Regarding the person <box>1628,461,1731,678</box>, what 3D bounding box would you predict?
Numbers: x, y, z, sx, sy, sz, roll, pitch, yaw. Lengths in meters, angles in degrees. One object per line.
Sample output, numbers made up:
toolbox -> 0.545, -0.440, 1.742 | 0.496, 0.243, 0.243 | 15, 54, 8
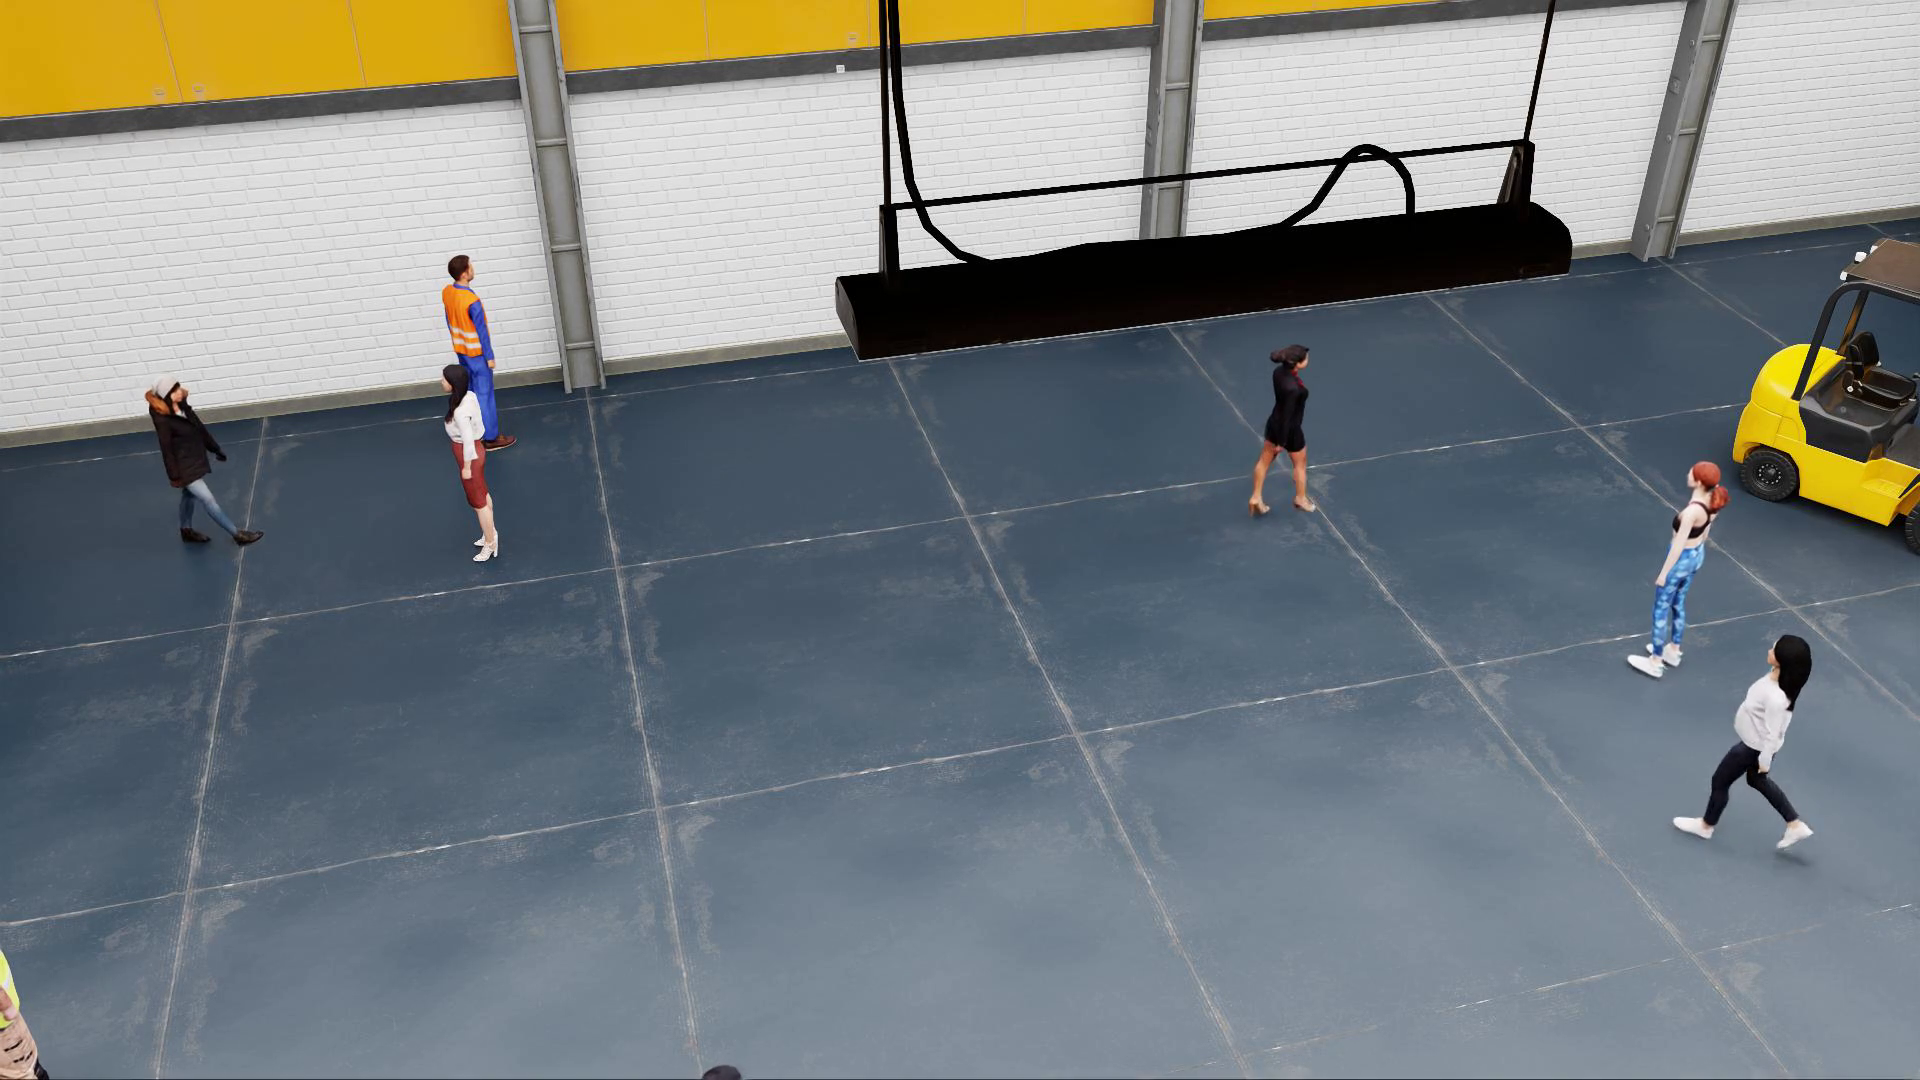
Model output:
person -> 5.265, 0.216, 12.151 | 0.616, 1.777, 0.717 | -25, 41, -33

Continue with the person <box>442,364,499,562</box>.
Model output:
person -> -3.956, -0.631, 13.455 | 0.522, 1.746, 0.606 | -6, 34, -9

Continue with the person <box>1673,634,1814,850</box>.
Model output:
person -> 5.177, 1.320, 10.582 | 1.081, 1.676, 1.037 | 19, 38, 26

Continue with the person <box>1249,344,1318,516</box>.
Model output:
person -> 2.635, -0.884, 13.951 | 0.799, 1.618, 0.574 | -10, 35, -15

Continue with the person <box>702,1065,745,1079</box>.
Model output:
person -> -1.099, 3.089, 7.976 | 0.655, 1.615, 0.658 | -16, 37, -23

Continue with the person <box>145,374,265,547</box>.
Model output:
person -> -6.380, -0.629, 13.581 | 1.042, 1.603, 0.759 | -1, 34, -1

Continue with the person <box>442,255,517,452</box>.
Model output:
person -> -4.374, -1.691, 14.944 | 0.790, 1.863, 0.806 | 25, 41, 33
